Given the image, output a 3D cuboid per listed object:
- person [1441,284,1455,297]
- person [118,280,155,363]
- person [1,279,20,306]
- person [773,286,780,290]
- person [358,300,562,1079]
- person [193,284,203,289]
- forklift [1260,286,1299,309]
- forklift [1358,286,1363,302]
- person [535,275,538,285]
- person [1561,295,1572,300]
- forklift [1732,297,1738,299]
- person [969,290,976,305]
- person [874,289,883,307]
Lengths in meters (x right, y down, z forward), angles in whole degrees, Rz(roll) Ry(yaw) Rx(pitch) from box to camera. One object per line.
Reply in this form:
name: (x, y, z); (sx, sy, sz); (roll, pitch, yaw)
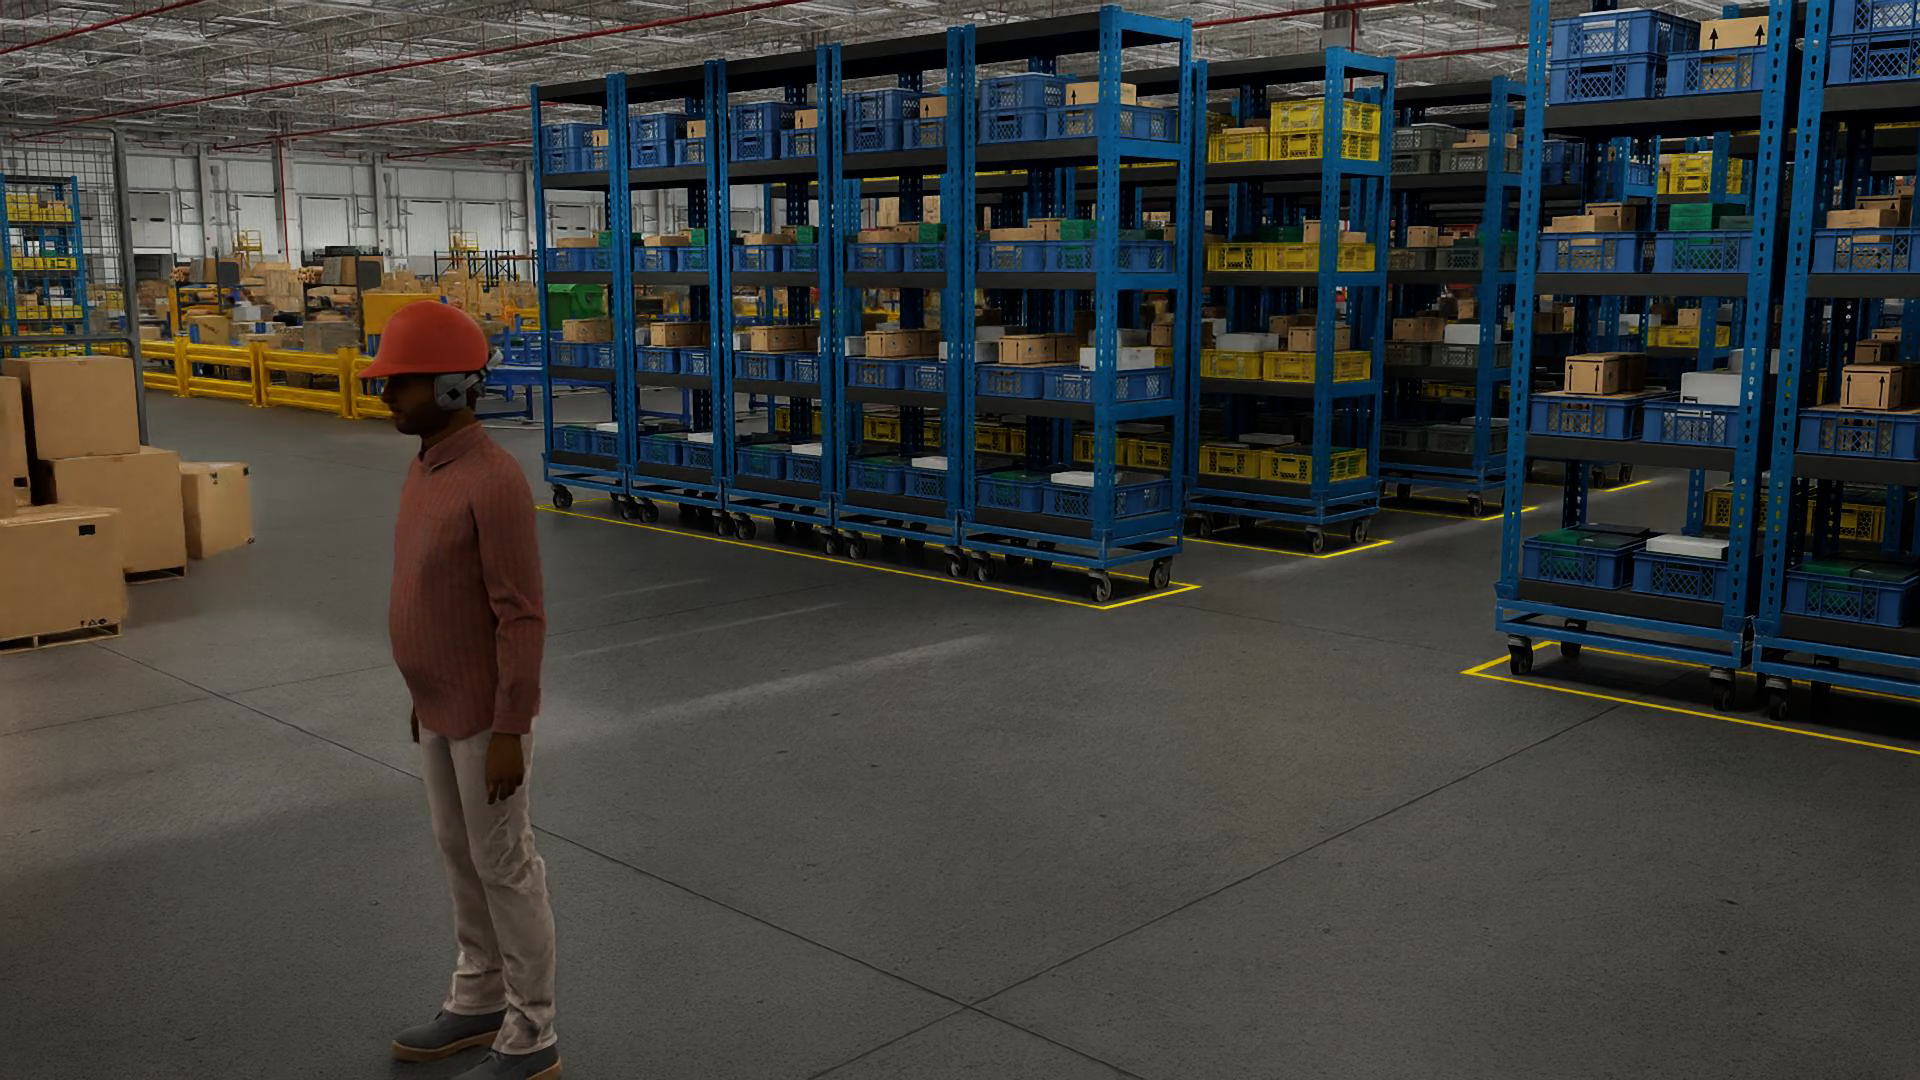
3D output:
person: (13.732, -6.409, 47.024); (0.532, 1.640, 0.735); (0, 9, 0)
person: (-18.172, -4.790, 36.516); (0.846, 1.845, 0.526); (-6, 11, -34)
person: (-33.527, -8.468, 58.818); (0.738, 1.919, 0.633); (8, 12, 41)
person: (-8.844, -11.904, 79.919); (0.394, 1.911, 0.593); (0, 9, 1)
person: (-1.245, 0.408, 4.149); (0.395, 1.993, 0.616); (-7, 12, -36)
person: (-36.692, -11.930, 80.381); (0.882, 1.805, 0.638); (-3, 10, -18)
forklift: (11.111, -9.066, 59.529); (1.873, 2.768, 1.129); (9, 13, 43)
forklift: (11.100, -7.017, 46.970); (1.873, 2.768, 1.129); (9, 13, 43)
person: (-25.096, -14.987, 98.989); (0.591, 1.839, 0.954); (3, 10, 19)
person: (12.524, -4.435, 34.339); (0.594, 1.832, 0.404); (-7, 12, -37)
forklift: (19.739, -6.173, 41.791); (1.873, 2.768, 1.129); (9, 13, 43)
person: (0.357, -8.844, 61.912); (0.534, 1.649, 0.871); (-9, 13, -43)
person: (-3.715, -11.112, 75.753); (0.777, 1.663, 0.529); (-3, 10, -20)
